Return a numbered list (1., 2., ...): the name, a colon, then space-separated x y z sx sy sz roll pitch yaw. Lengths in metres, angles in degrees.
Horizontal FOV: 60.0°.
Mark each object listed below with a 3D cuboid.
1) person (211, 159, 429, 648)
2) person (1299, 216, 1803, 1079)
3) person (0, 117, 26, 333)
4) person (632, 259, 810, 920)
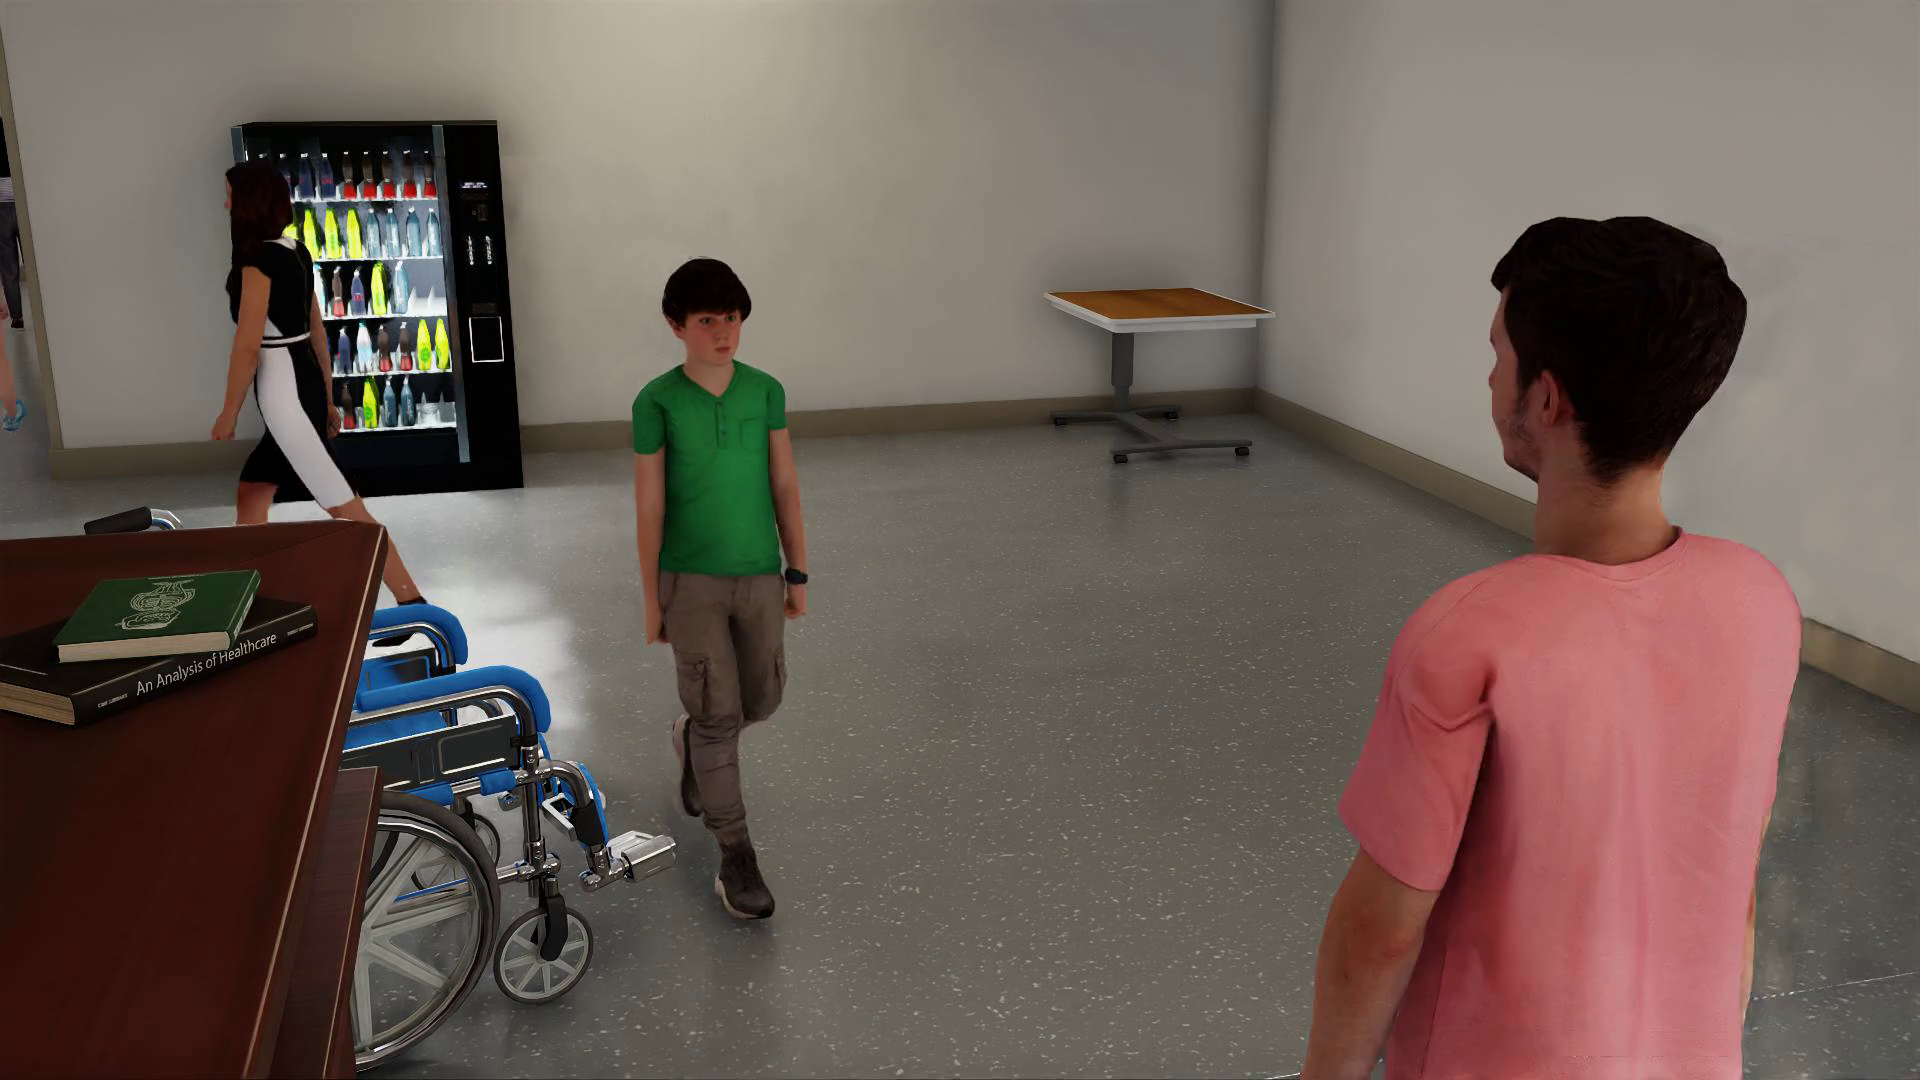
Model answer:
1. person: -2.250 -0.392 5.852 1.190 1.739 0.686 -2 16 -7
2. person: 0.660 0.696 1.668 1.271 1.914 0.893 -8 18 -26
3. person: -7.783 -2.601 13.691 0.512 1.736 0.693 -7 17 -24
4. person: -0.647 0.098 4.317 1.011 1.628 0.791 -8 18 -26
